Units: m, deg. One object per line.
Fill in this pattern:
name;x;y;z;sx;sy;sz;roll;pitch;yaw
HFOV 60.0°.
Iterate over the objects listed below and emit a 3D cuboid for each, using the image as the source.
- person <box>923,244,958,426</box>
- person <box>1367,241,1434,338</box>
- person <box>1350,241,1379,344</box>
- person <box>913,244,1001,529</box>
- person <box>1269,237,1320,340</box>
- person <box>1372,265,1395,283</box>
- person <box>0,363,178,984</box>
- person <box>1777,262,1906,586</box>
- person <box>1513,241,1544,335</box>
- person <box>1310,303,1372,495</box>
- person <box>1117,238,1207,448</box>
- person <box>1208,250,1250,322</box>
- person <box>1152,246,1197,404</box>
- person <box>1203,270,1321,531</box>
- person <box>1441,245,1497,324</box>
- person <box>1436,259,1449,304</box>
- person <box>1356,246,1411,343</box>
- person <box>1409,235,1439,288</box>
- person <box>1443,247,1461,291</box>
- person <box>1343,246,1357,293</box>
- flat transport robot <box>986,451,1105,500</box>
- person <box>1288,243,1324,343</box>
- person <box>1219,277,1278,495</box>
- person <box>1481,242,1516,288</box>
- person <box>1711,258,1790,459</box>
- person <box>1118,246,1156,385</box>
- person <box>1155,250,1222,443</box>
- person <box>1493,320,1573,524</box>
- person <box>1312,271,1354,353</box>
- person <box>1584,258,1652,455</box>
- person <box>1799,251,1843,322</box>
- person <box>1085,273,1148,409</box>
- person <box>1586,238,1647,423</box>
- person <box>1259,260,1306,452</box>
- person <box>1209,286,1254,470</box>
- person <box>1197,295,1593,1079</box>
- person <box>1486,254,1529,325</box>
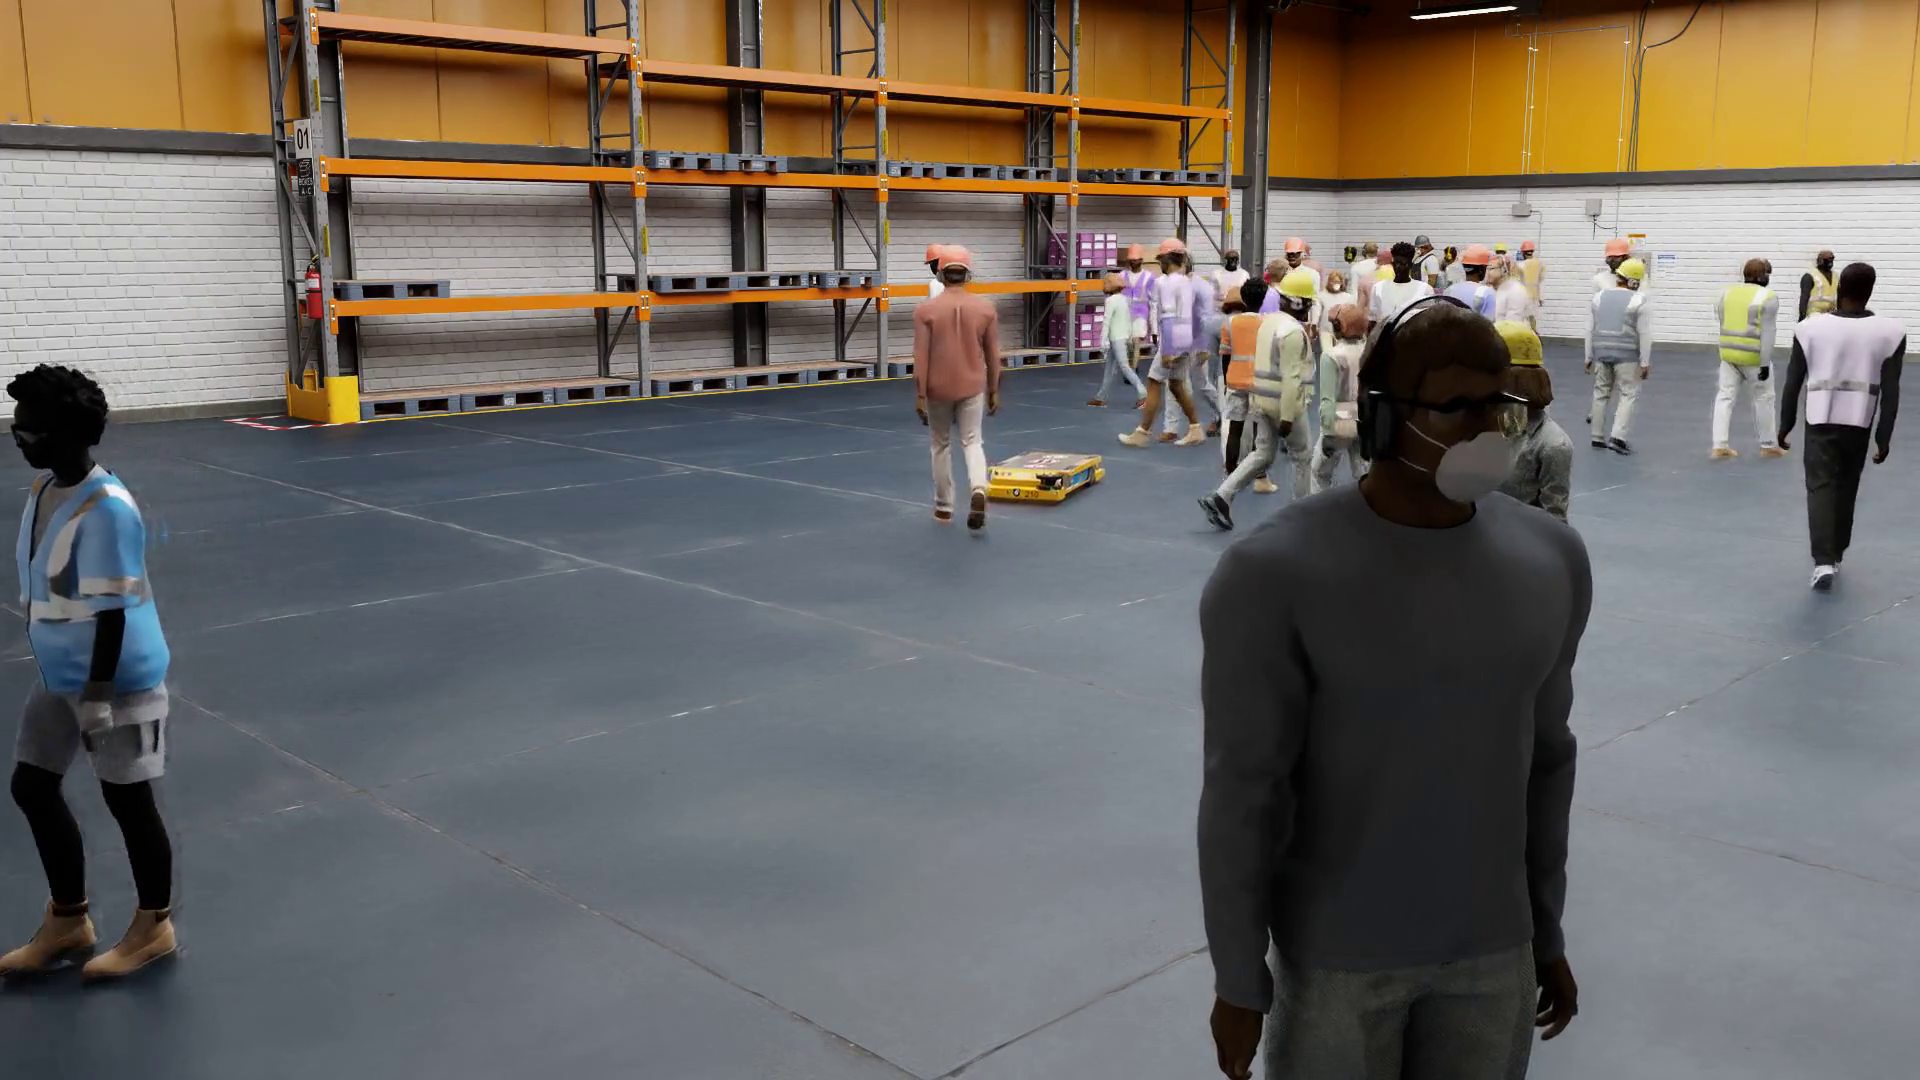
person;-0.210;-2.174;17.711;0.374;1.928;0.542;5;11;25
person;3.976;-1.718;15.111;0.606;1.967;0.367;6;12;30
person;5.928;-3.350;24.094;0.635;1.936;0.352;-3;11;-14
person;-0.005;-1.041;11.439;0.625;1.969;0.837;-2;11;-12
person;3.948;-2.582;19.745;0.613;1.995;0.391;4;11;21
person;4.370;-1.935;16.980;0.908;1.706;0.540;-4;11;-21
person;-2.382;0.382;4.394;0.555;1.683;0.527;9;14;41
person;5.138;-0.681;9.726;0.606;1.877;0.977;4;11;22
person;9.979;-4.269;29.176;0.588;1.917;0.596;-1;10;-3
person;2.472;-0.670;10.389;0.519;1.610;0.770;-8;13;-37
person;1.975;-1.856;15.812;0.724;2.015;0.647;6;12;29
person;3.927;-3.331;24.318;0.632;1.819;0.735;2;11;9
person;2.534;-2.452;19.305;0.614;1.888;0.904;1;10;4
person;2.118;-0.923;11.261;0.842;1.796;0.580;-3;11;-14
person;4.495;-1.619;14.654;0.356;1.936;0.551;-8;13;-37
person;8.799;-4.296;30.146;0.766;1.596;0.576;7;12;33
person;5.037;-2.540;19.792;0.659;1.892;0.564;3;11;18
person;8.106;-4.365;29.345;0.537;2.000;0.679;-2;11;-10
person;8.696;-4.256;29.396;0.950;1.825;0.549;9;14;42
person;7.229;-4.496;30.641;0.929;1.835;0.543;7;13;35
flat transport robot;0.662;-0.523;13.225;0.652;0.197;1.431;4;11;19
person;5.740;-4.001;27.772;0.669;1.887;0.446;4;11;19
person;2.289;-1.206;13.056;0.541;1.697;0.315;9;14;40
person;9.527;-4.315;29.444;0.629;1.905;0.463;2;11;13
person;7.203;-1.635;15.075;0.854;1.806;0.650;-5;11;-24
person;2.382;-3.070;22.739;0.549;1.884;1.043;4;11;22
person;2.317;-1.913;16.386;0.881;1.902;0.629;-9;14;-41
person;1.801;0.139;5.595;0.296;1.745;0.484;-5;12;-27
person;4.665;-2.579;20.853;0.507;1.594;0.840;0;10;0
person;6.095;-1.700;15.504;0.515;1.810;0.646;-8;13;-39
person;12.698;-3.345;24.456;0.639;1.788;0.969;-4;11;-22
person;1.880;-2.329;19.470;0.845;1.595;0.529;5;12;27
person;7.164;-2.282;18.141;0.631;1.997;1.045;7;12;33
person;2.994;-1.739;15.726;0.586;1.794;0.994;0;10;0
person;2.436;-1.410;14.469;0.547;1.577;0.835;3;11;17
person;0.651;0.612;2.487;0.637;1.937;0.357;-4;11;-19
person;5.228;-1.820;16.042;1.053;1.856;0.642;-3;11;-15
